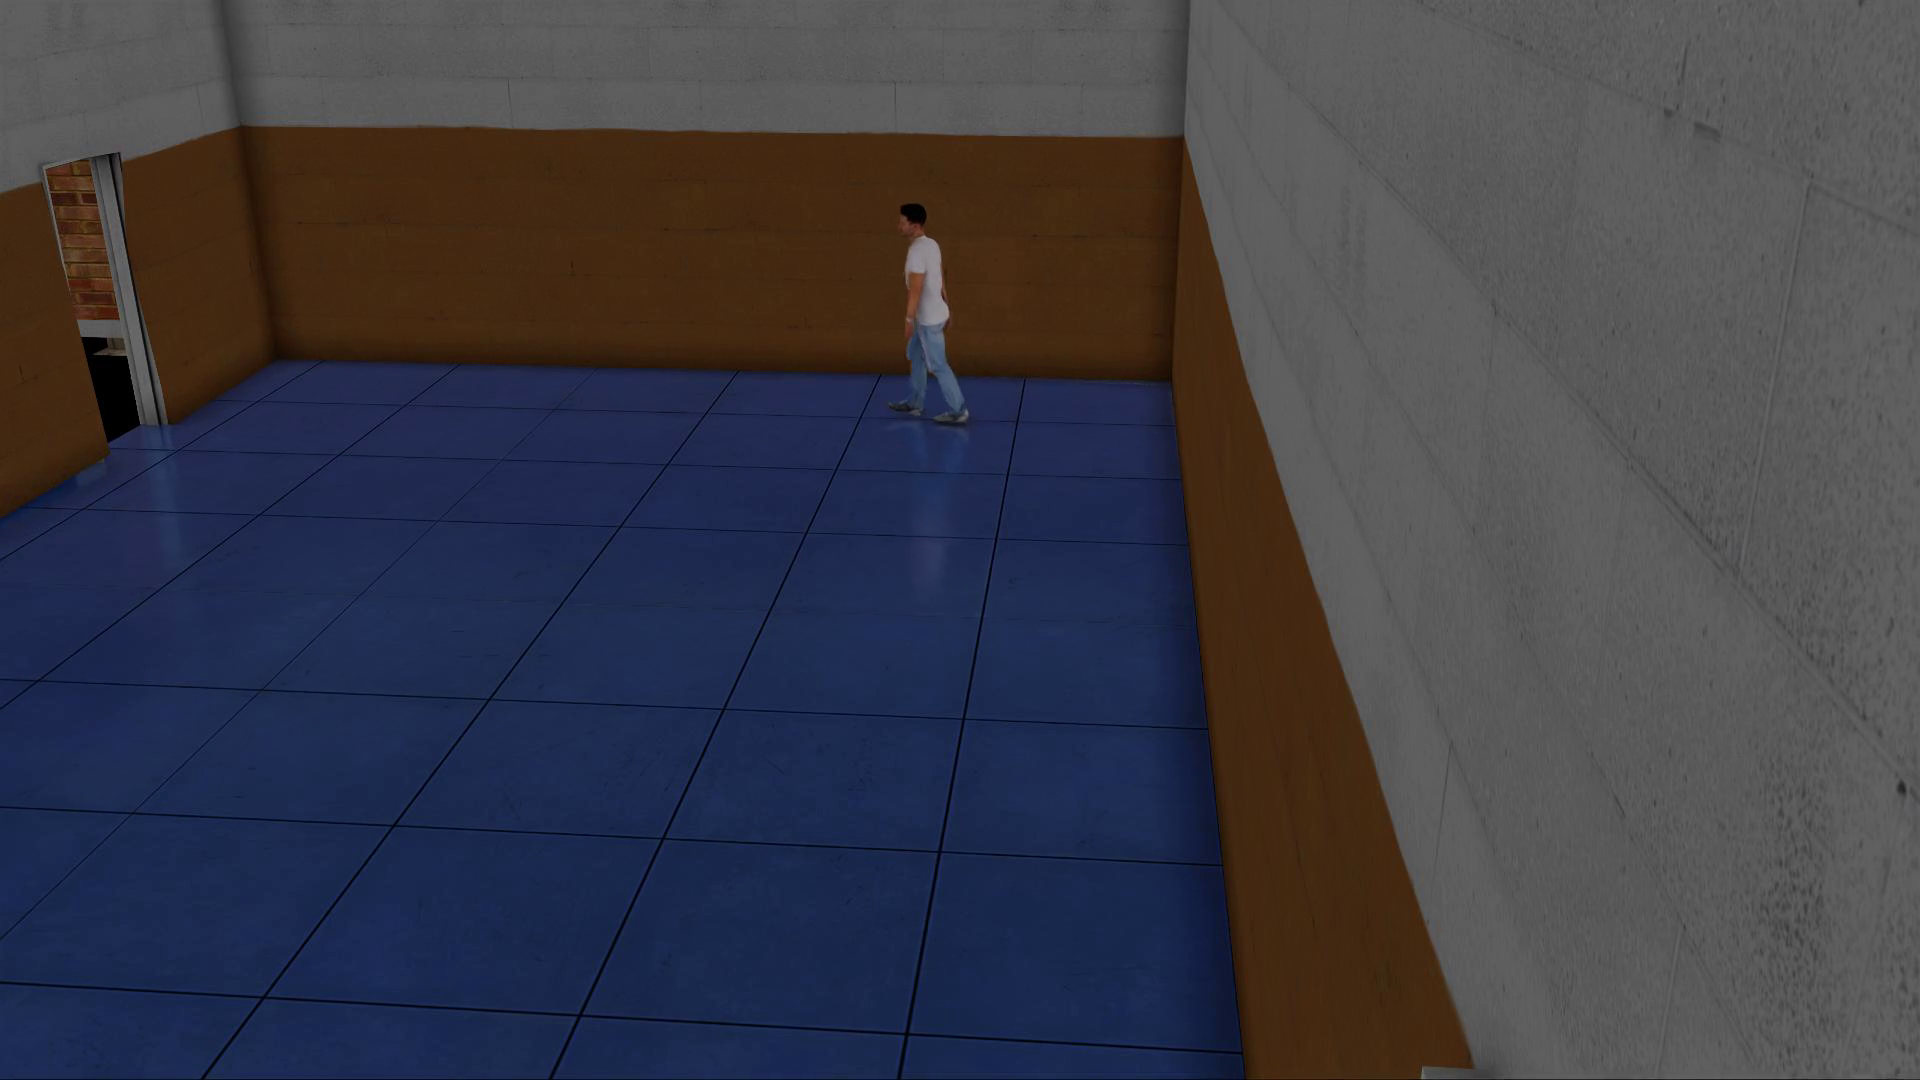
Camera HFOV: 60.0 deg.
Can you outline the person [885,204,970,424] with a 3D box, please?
[{"bbox_3d":[-0.168,-1.831,13.660,0.983,1.817,0.729,7,23,16],"label":"person"}]
